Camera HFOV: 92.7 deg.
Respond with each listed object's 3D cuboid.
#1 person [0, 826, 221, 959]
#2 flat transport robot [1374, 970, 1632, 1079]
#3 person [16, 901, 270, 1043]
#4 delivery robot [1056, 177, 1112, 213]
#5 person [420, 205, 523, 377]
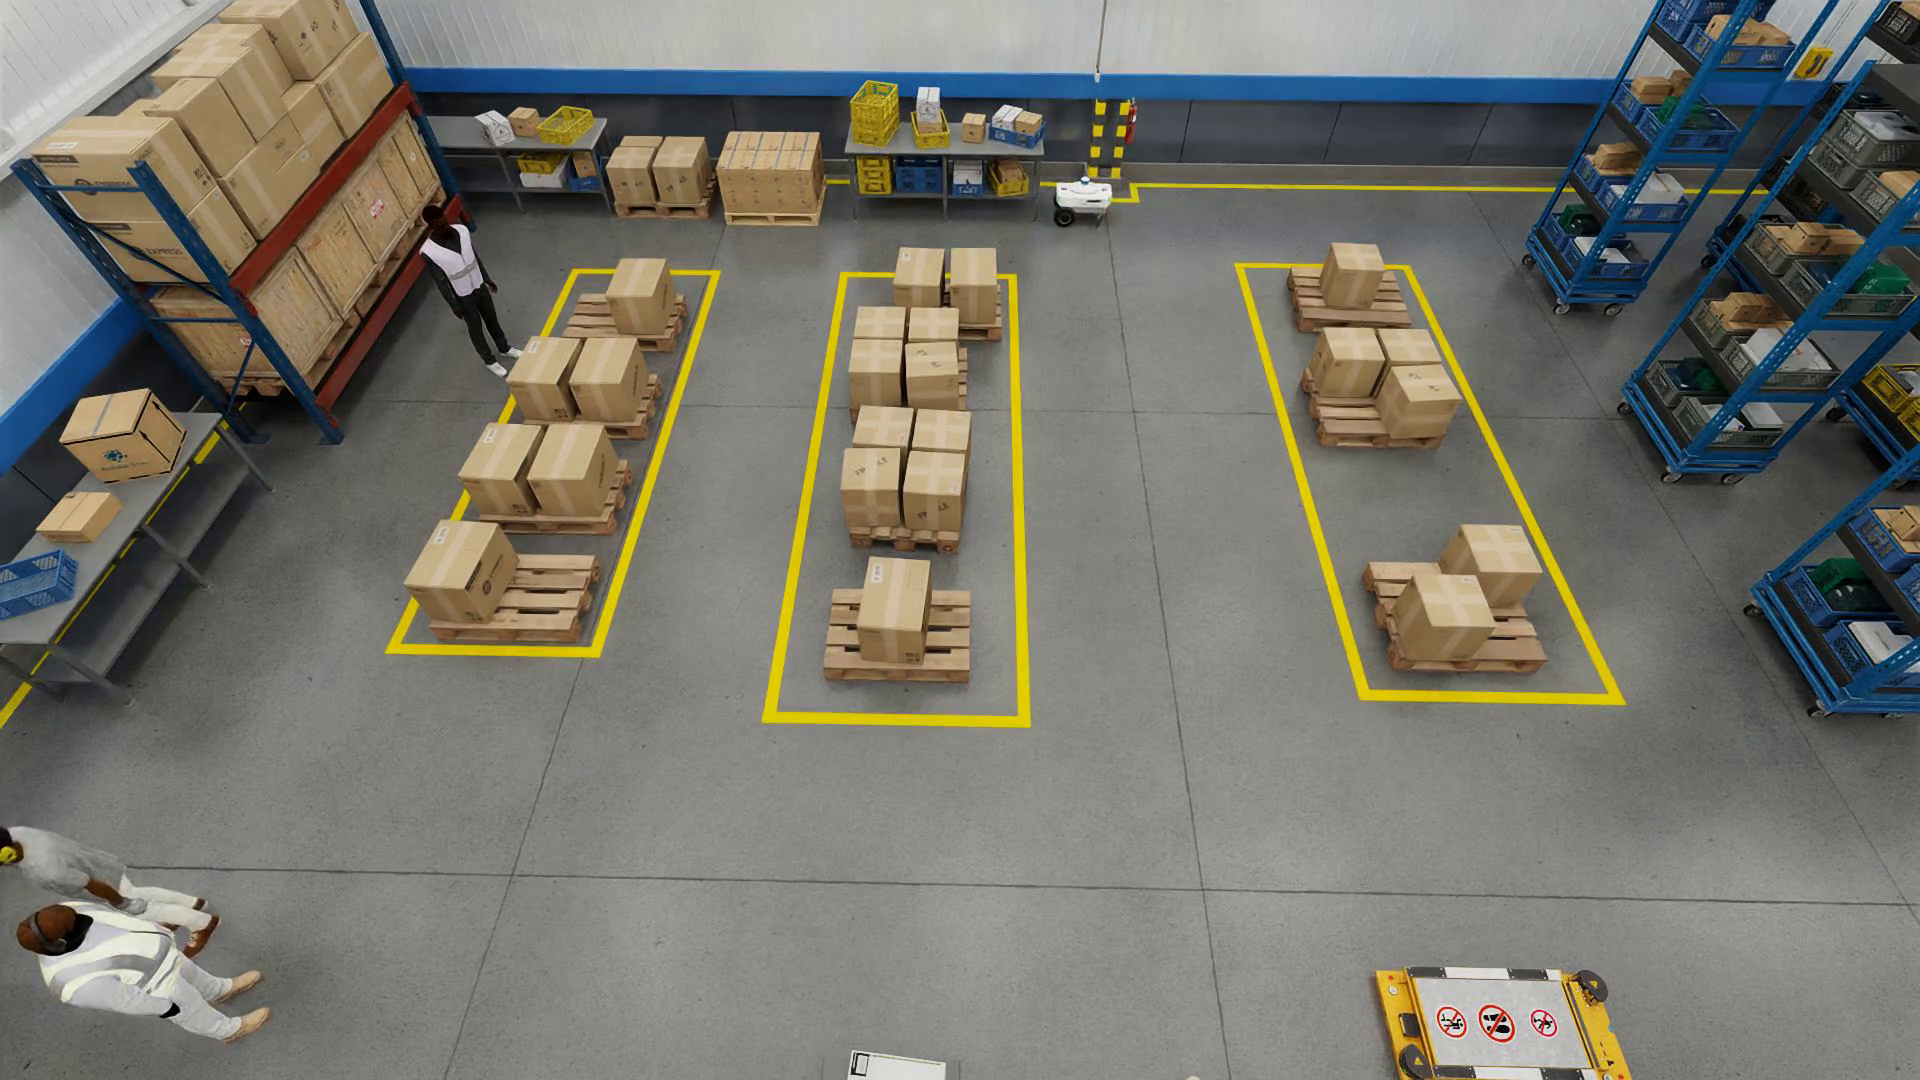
[{"bbox_3d":[-5.334,2.162,5.694,0.524,1.852,0.356,27,56,20],"label":"person"},{"bbox_3d":[3.501,3.133,5.914,1.431,0.197,0.652,1,51,1],"label":"flat transport robot"},{"bbox_3d":[-4.777,2.539,5.401,0.431,1.836,0.618,-34,58,-24],"label":"person"},{"bbox_3d":[1.598,-4.449,11.855,0.707,0.478,0.477,1,51,1],"label":"delivery robot"},{"bbox_3d":[-5.111,-2.598,9.531,0.381,1.918,0.596,16,53,13],"label":"person"}]
